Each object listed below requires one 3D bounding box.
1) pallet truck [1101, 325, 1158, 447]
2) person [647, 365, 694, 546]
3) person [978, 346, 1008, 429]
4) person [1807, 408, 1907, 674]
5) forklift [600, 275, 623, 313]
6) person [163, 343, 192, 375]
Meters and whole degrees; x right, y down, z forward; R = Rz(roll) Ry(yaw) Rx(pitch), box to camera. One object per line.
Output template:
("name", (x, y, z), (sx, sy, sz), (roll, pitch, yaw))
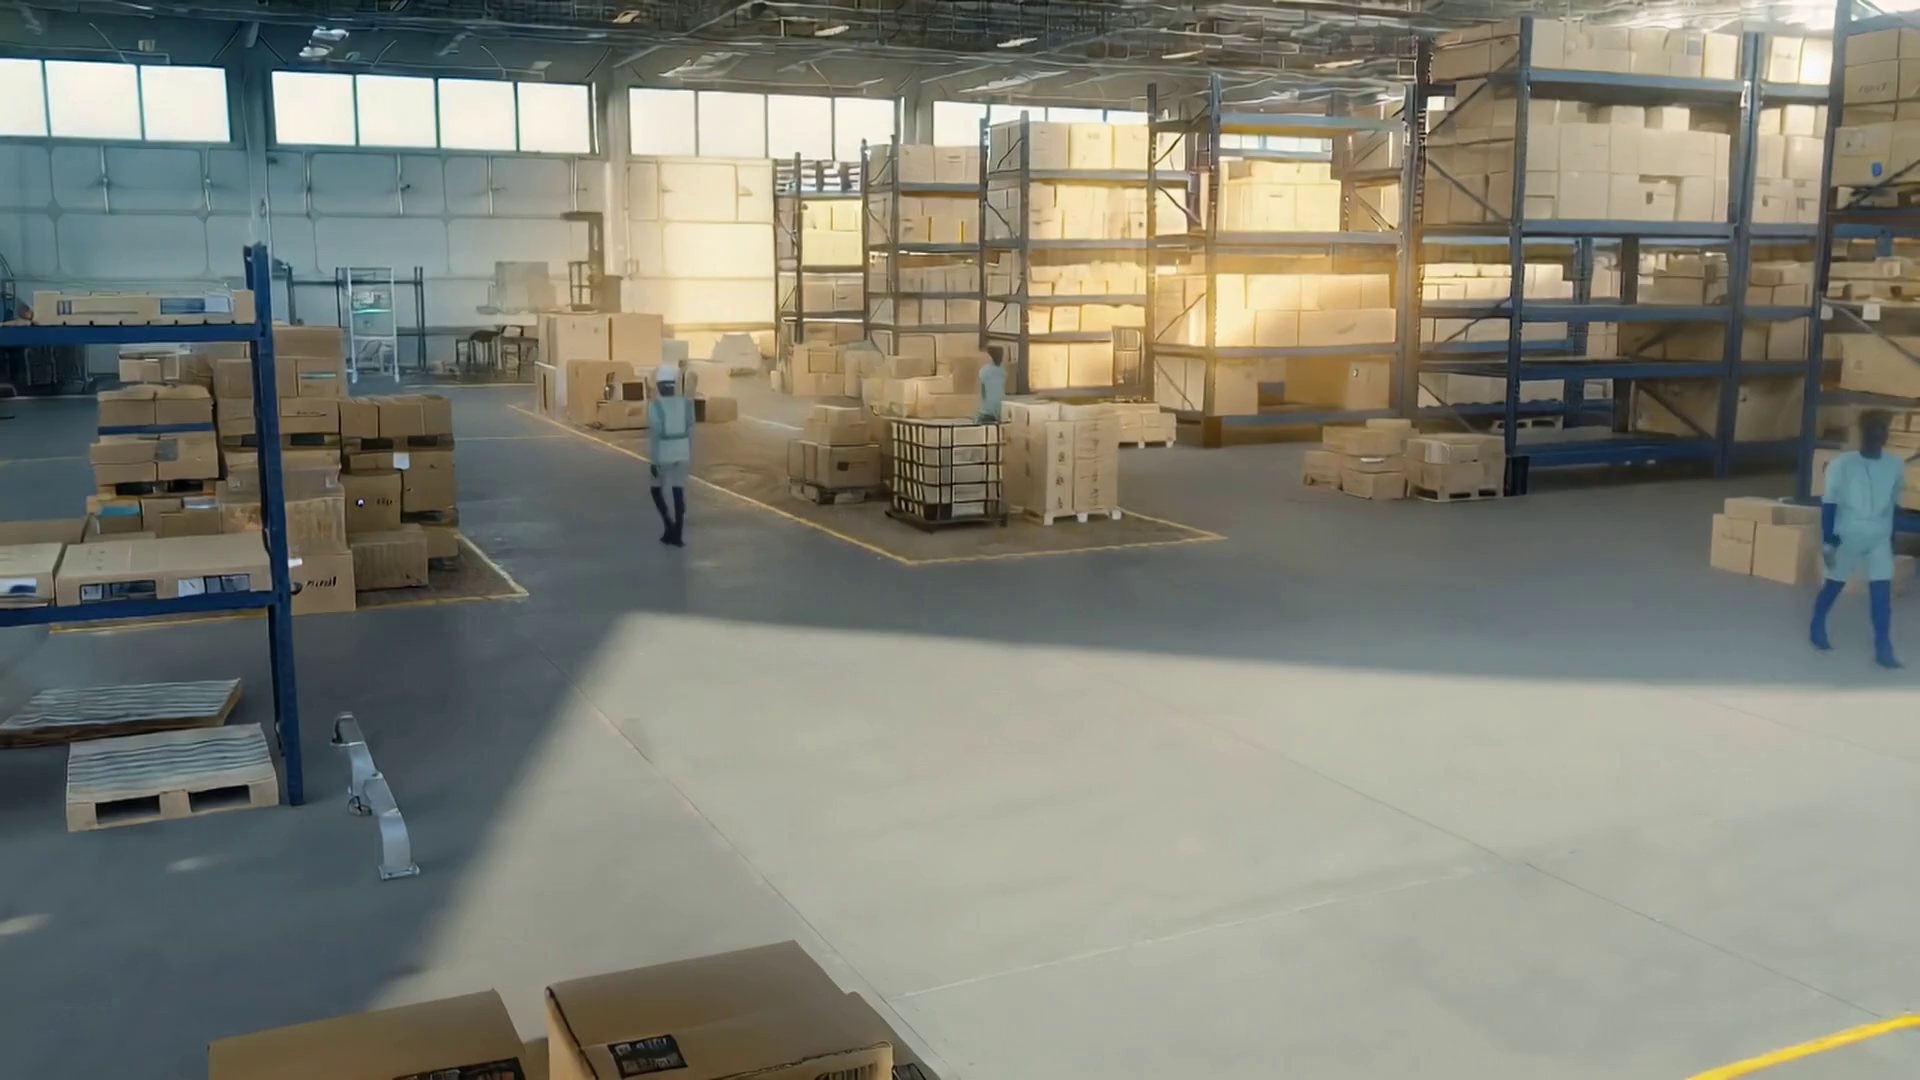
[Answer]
("pallet truck", (2.881, -2.596, 27.923), (0.823, 1.965, 1.885), (-1, 9, -7))
("person", (-3.060, -0.883, 17.546), (0.543, 1.914, 0.422), (-6, 11, -32))
("person", (0.516, -2.431, 27.938), (0.538, 1.662, 0.774), (-6, 11, -35))
("person", (6.640, -0.030, 12.279), (0.634, 1.915, 1.027), (0, 9, -1))
("forklift", (-8.482, -5.073, 40.560), (1.873, 2.768, 1.129), (-4, 10, -25))
("person", (-16.478, -3.680, 35.106), (0.599, 1.856, 1.033), (-2, 9, -13))
